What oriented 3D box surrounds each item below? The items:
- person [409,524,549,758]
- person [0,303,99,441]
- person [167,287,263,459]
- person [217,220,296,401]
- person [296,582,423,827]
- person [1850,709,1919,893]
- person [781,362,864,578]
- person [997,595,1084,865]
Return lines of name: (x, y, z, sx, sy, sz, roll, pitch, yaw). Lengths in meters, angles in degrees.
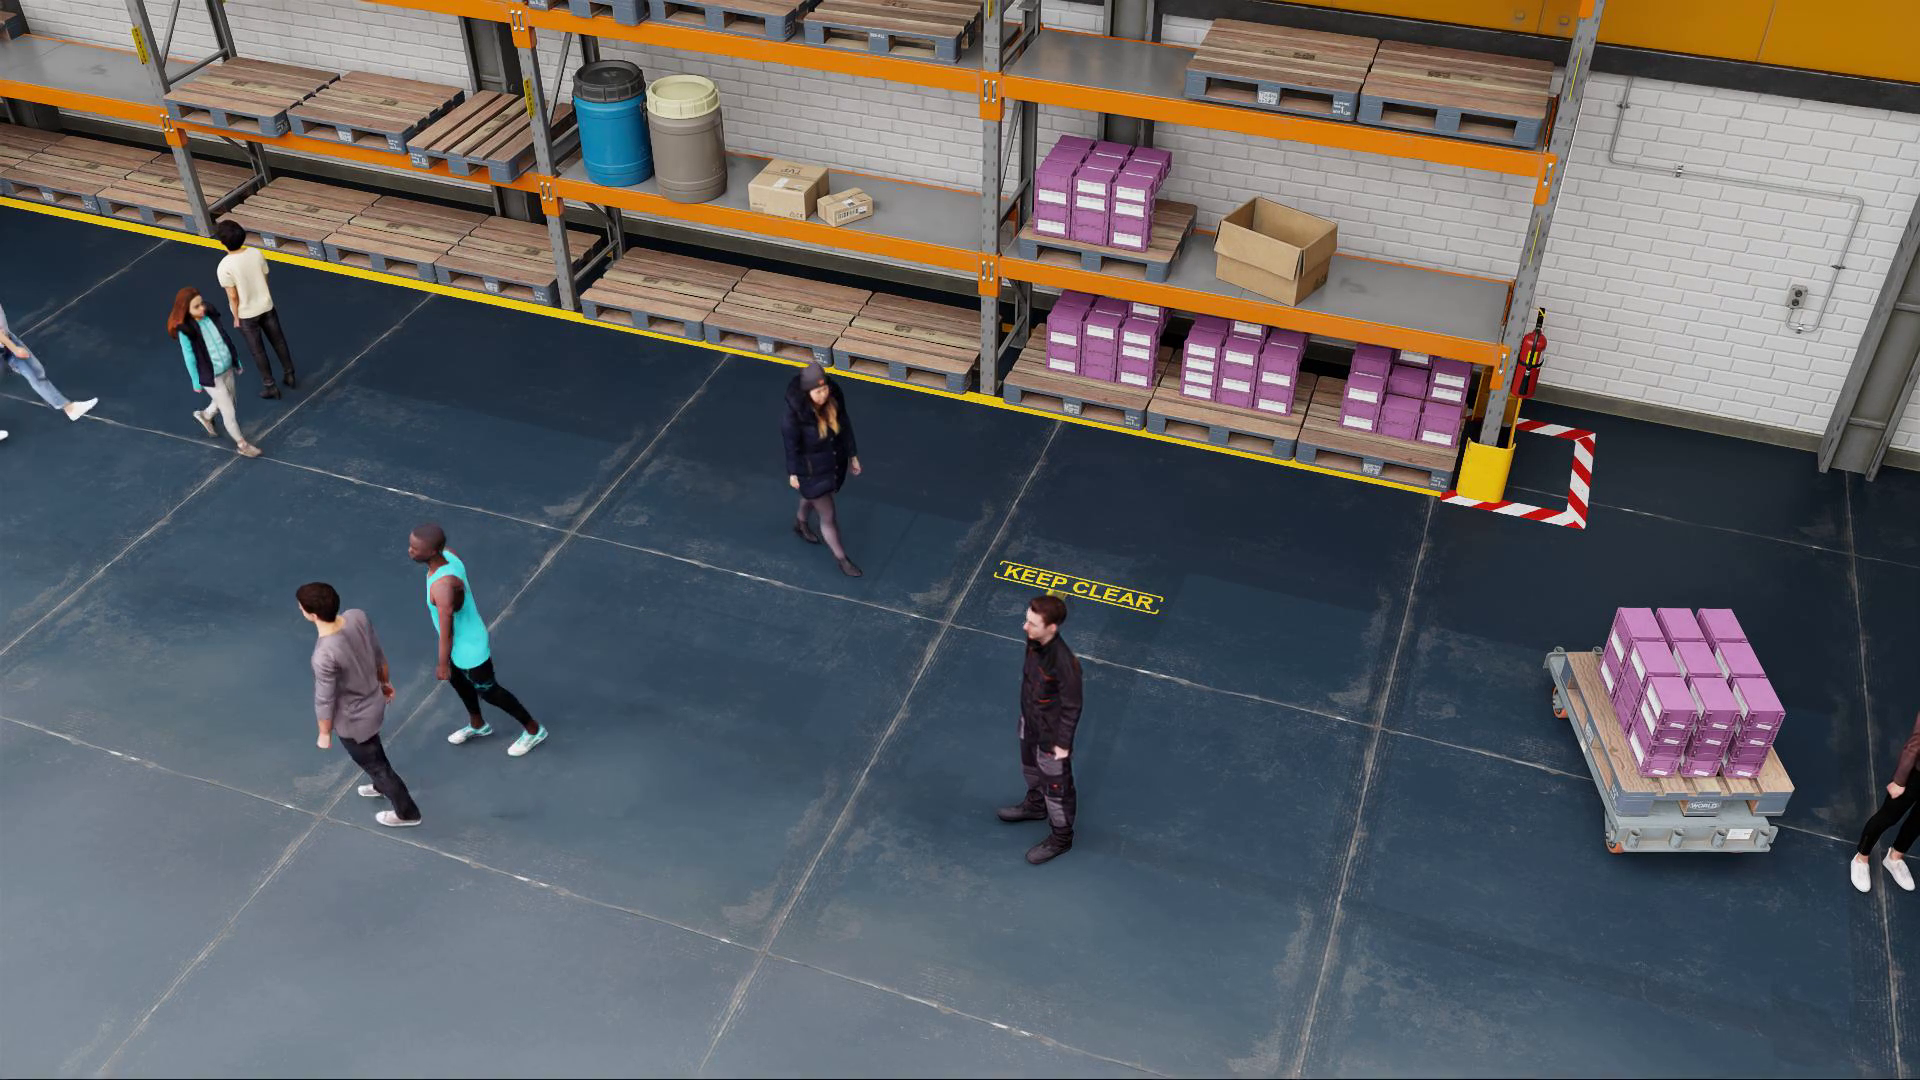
person: (-2.943, 0.634, 10.157, 0.974, 1.786, 0.878, -13, 40, -15)
person: (-7.576, -1.454, 12.876, 1.232, 1.656, 1.161, -15, 41, -18)
person: (-5.818, -1.324, 12.852, 0.859, 1.482, 0.578, 11, 40, 14)
person: (-5.701, -1.859, 13.438, 0.558, 1.587, 0.637, 23, 44, 26)
person: (-3.415, 0.992, 9.670, 0.795, 1.835, 0.767, 3, 39, 3)
person: (5.468, 1.315, 9.369, 0.565, 1.705, 0.726, 0, 39, 0)
person: (-1.043, -0.560, 11.776, 0.969, 1.632, 1.170, -31, 48, -33)
person: (0.488, 1.057, 9.527, 0.817, 1.911, 0.762, -15, 41, -18)
